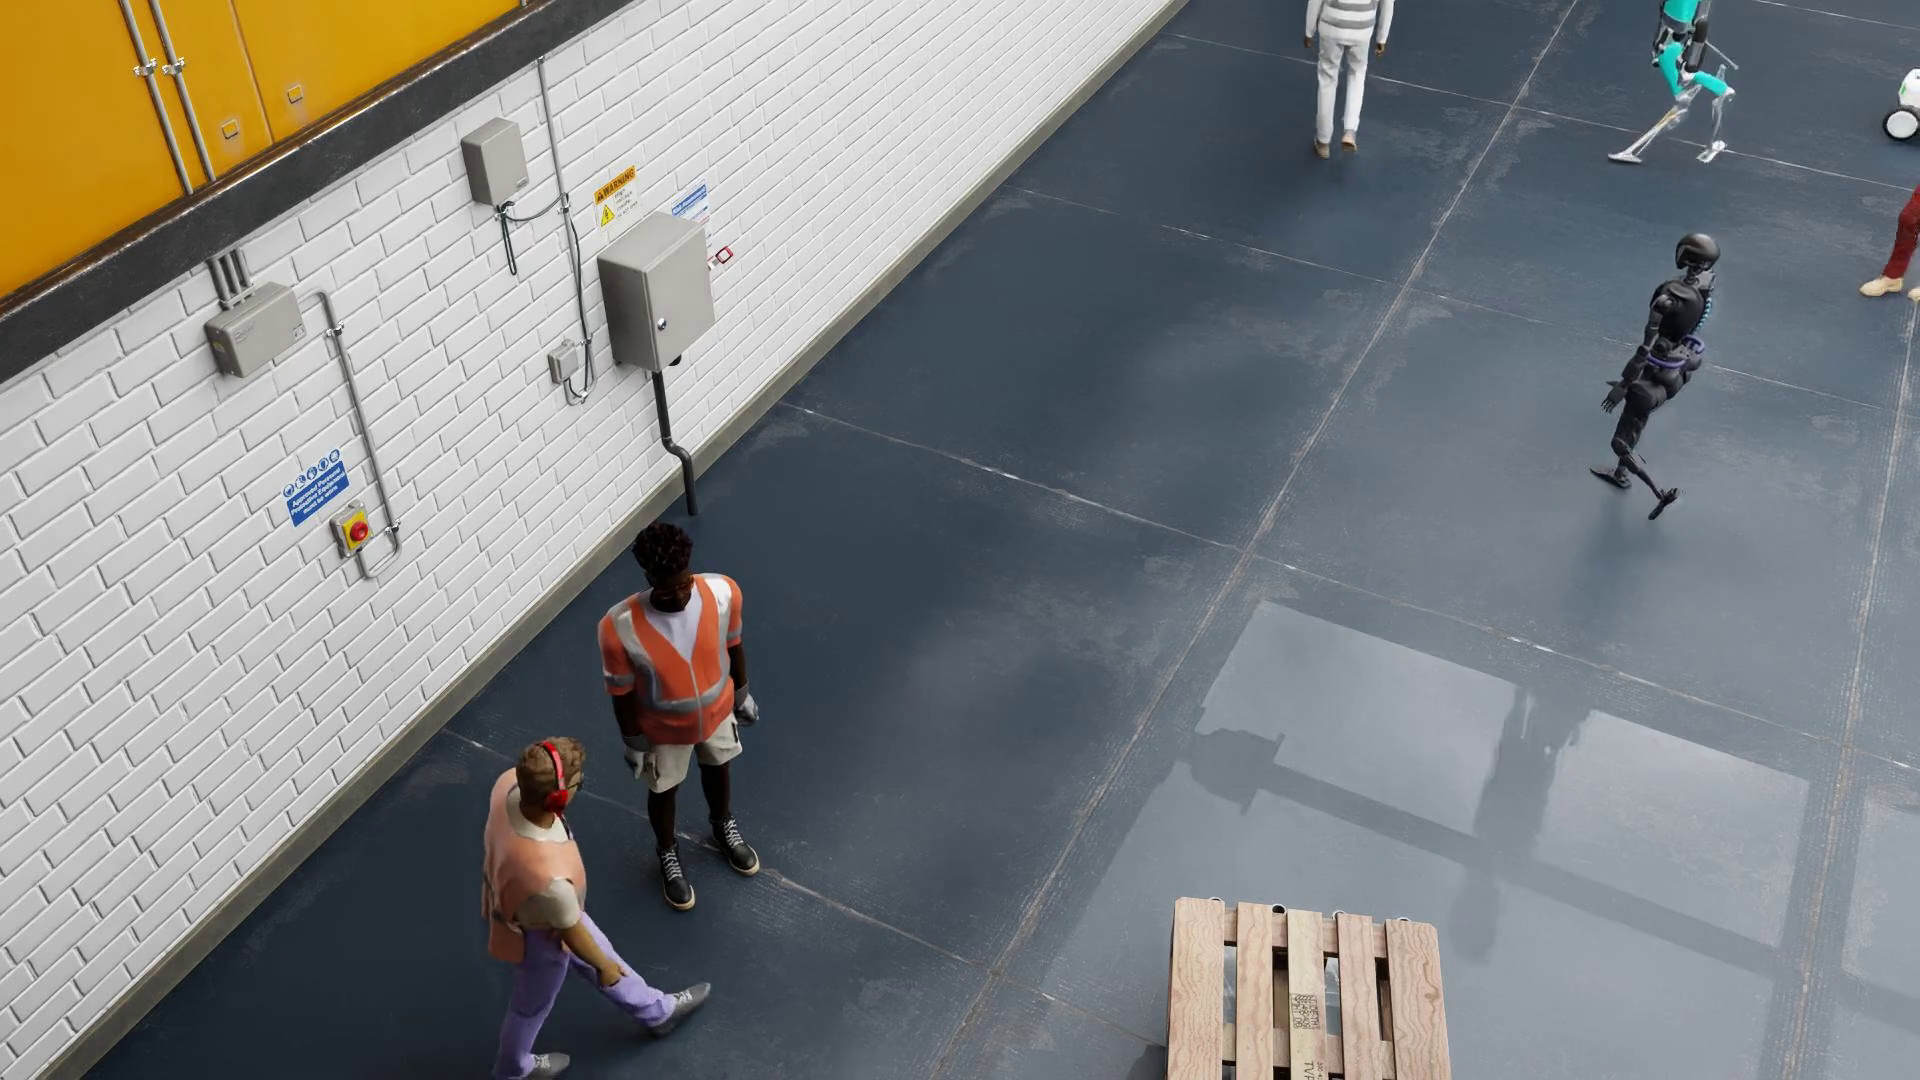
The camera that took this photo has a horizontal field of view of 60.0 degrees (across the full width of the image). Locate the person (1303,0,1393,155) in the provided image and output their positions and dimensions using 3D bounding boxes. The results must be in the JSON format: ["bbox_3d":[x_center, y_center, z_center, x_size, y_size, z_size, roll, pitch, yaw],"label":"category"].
[{"bbox_3d":[2.737,-3.608,11.793,0.585,1.870,0.440,3,41,3],"label":"person"}]

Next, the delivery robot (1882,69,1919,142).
[{"bbox_3d":[7.332,-3.217,12.358,0.801,0.608,0.499,27,48,28],"label":"delivery robot"}]

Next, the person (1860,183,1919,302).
[{"bbox_3d":[6.151,-2.226,10.287,0.696,1.742,0.491,-13,43,-15],"label":"person"}]

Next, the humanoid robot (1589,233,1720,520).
[{"bbox_3d":[3.751,-0.875,8.777,0.588,1.640,0.522,-29,48,-29],"label":"humanoid robot"}]

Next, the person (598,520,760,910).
[{"bbox_3d":[-1.107,0.700,6.728,0.603,1.966,0.373,-22,45,-24],"label":"person"}]

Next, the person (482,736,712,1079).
[{"bbox_3d":[-1.426,1.381,6.071,0.937,1.779,0.576,-14,43,-16],"label":"person"}]

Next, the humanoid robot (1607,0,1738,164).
[{"bbox_3d":[5.281,-3.479,11.777,1.011,1.773,0.555,-7,41,-8],"label":"humanoid robot"}]
